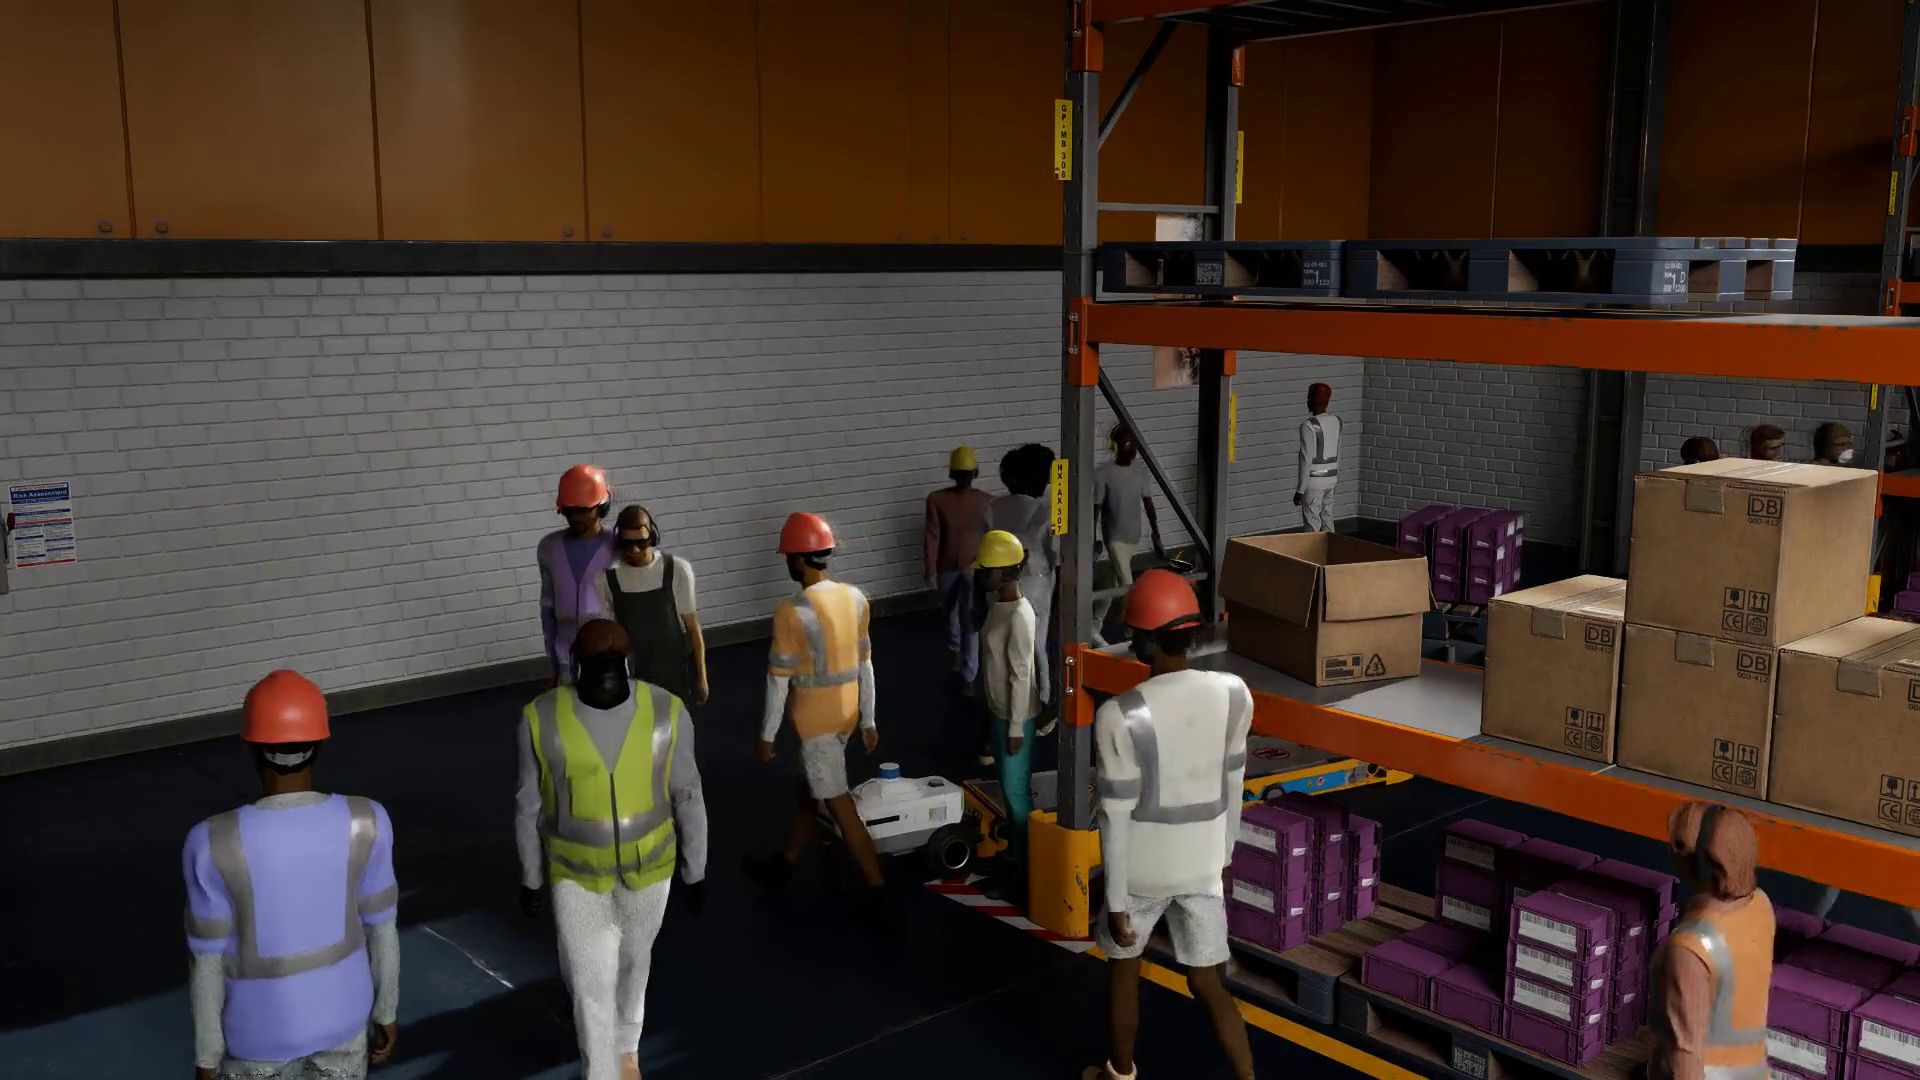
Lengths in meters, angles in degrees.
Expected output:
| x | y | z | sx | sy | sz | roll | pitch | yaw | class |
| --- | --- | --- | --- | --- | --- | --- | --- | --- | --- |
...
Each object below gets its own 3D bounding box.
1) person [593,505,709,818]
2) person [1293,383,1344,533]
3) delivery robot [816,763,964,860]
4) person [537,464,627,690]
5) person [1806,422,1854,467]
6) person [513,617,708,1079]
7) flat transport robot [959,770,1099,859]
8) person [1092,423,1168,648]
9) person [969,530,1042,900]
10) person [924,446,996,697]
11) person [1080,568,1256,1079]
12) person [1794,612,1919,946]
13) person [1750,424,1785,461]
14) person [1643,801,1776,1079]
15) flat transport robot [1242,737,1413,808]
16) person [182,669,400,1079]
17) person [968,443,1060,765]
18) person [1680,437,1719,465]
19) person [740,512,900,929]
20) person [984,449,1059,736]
| x | y | z | sx | sy | sz | roll | pitch | yaw | class |
| --- | --- | --- | --- | --- | --- | --- | --- | --- | --- |
| -1.563 | 0.696 | 8.454 | 0.568 | 1.817 | 0.558 | -1 | 10 | -7 | person |
| 3.275 | -0.502 | 15.284 | 0.575 | 1.883 | 0.355 | -9 | 13 | -44 | person |
| -0.346 | 1.334 | 8.137 | 0.707 | 0.478 | 0.477 | -5 | 11 | -29 | delivery robot |
| -1.827 | 0.584 | 8.547 | 0.618 | 2.018 | 0.710 | 3 | 10 | 17 | person |
| 5.905 | 0.161 | 11.301 | 0.639 | 1.916 | 0.682 | -9 | 13 | -43 | person |
| -1.184 | 1.168 | 5.743 | 0.654 | 1.794 | 0.927 | -3 | 10 | -19 | person |
| 0.540 | 1.411 | 8.791 | 1.431 | 0.197 | 0.652 | -3 | 10 | -19 | flat transport robot |
| 1.229 | 0.011 | 12.521 | 0.501 | 1.808 | 1.026 | -7 | 12 | -36 | person |
| 0.212 | 0.823 | 7.901 | 0.342 | 1.760 | 0.533 | -2 | 10 | -9 | person |
| 0.018 | 0.171 | 11.788 | 0.516 | 1.730 | 0.886 | 1 | 10 | 5 | person |
| 0.732 | 1.098 | 5.558 | 0.612 | 2.014 | 0.914 | -4 | 10 | -22 | person |
| 3.701 | 1.079 | 6.864 | 0.842 | 1.580 | 0.519 | 7 | 12 | 37 | person |
| 5.767 | 0.037 | 12.307 | 0.634 | 1.818 | 0.610 | 5 | 11 | 29 | person |
| 2.054 | 1.488 | 4.446 | 0.515 | 1.607 | 0.794 | -8 | 12 | -38 | person |
| 1.830 | 1.294 | 9.476 | 1.431 | 0.197 | 0.652 | -6 | 11 | -30 | flat transport robot |
| -1.797 | 1.311 | 4.551 | 0.559 | 1.918 | 0.499 | -7 | 12 | -34 | person |
| 0.431 | 0.363 | 10.122 | 1.011 | 1.905 | 0.607 | -9 | 13 | -44 | person |
| 4.946 | 0.221 | 11.192 | 0.619 | 1.837 | 0.430 | -7 | 12 | -37 | person |
| -0.649 | 0.814 | 7.614 | 0.999 | 1.886 | 0.543 | 6 | 11 | 32 | person |
| 0.431 | 0.331 | 10.537 | 0.558 | 1.833 | 0.565 | 3 | 10 | 16 | person |
